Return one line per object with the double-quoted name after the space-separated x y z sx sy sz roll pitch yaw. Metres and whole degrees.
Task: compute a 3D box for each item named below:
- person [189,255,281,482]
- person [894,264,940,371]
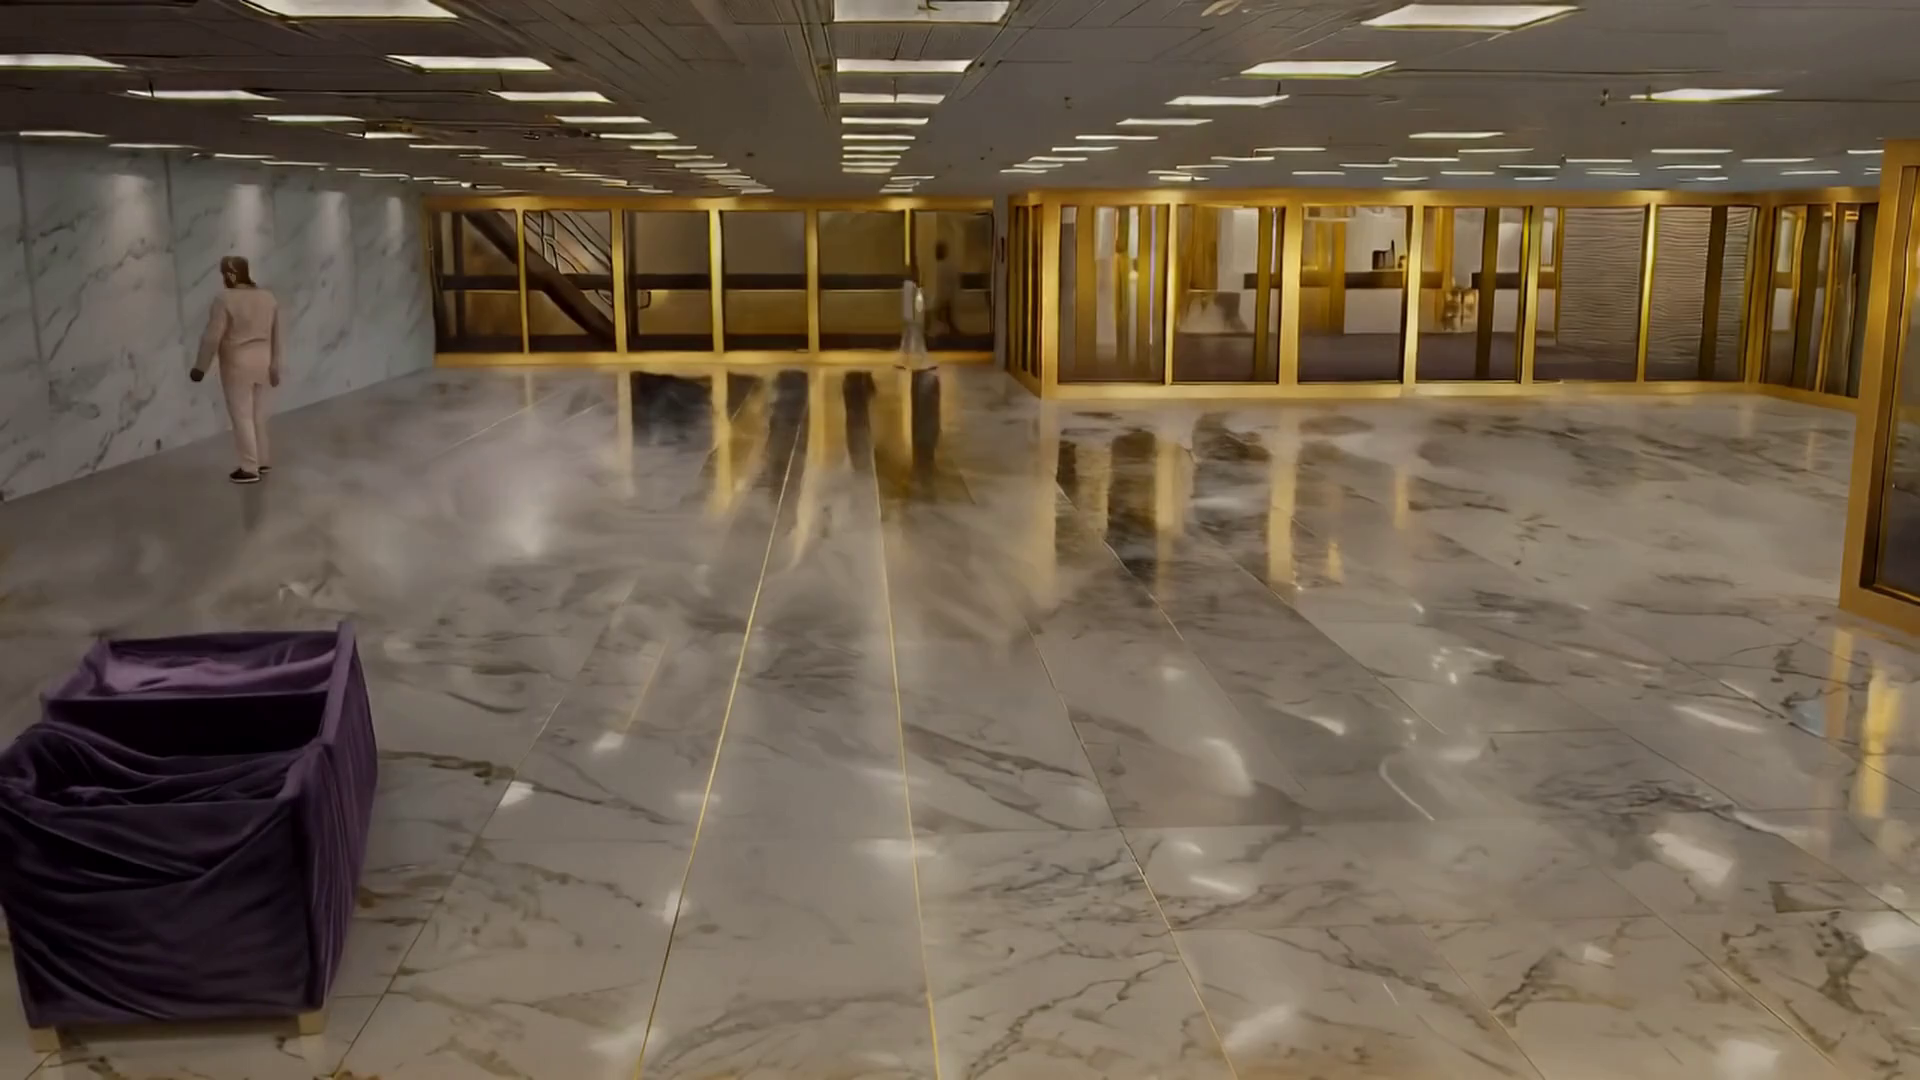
-6.074 -1.434 13.964 0.555 1.884 0.656 3 11 18 "person"
-0.663 -3.323 24.913 0.676 1.598 0.520 -5 12 -25 "person"
